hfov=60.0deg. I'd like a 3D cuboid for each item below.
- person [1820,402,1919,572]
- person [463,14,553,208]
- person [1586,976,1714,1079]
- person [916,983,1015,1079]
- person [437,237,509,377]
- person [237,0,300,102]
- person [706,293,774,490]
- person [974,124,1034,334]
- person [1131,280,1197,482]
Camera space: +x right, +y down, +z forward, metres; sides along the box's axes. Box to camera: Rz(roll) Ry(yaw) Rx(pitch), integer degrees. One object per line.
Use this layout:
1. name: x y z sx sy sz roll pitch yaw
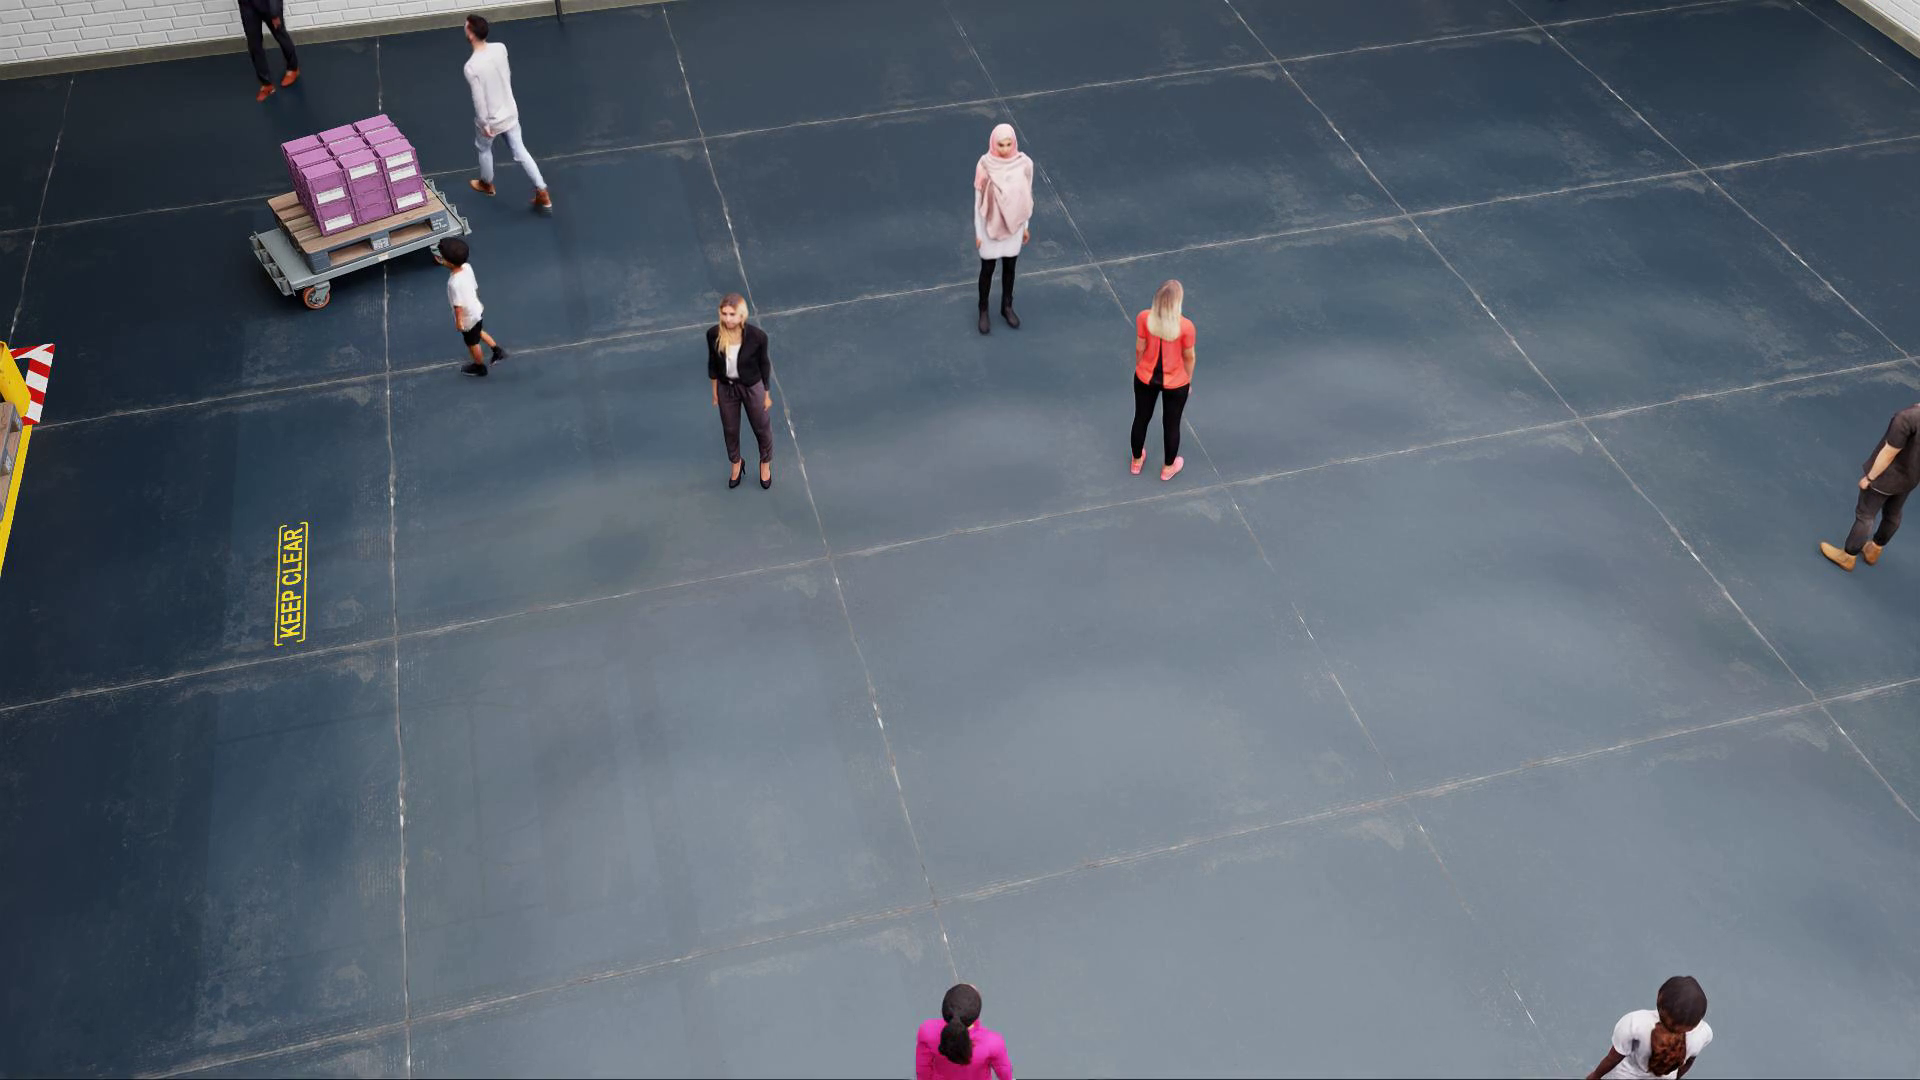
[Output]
1. person: 6.334 -0.482 11.218 0.610 1.717 0.539 -10 44 -10
2. person: -3.975 -3.700 14.533 1.264 1.802 1.142 26 50 25
3. person: 3.241 2.603 7.977 0.643 1.719 0.613 1 44 1
4. person: -0.016 2.725 7.899 0.988 1.650 1.207 12 45 12
5. person: -3.775 -1.795 12.934 0.652 1.250 0.622 4 44 4
6. person: -6.778 -5.221 16.146 0.959 1.779 1.073 13 45 14
7. person: -1.551 -1.053 11.849 0.658 1.672 0.633 3 44 3
8. person: 0.326 -2.492 13.265 0.616 1.803 0.569 -10 44 -10
9. person: 1.445 -1.147 11.931 0.675 1.694 0.711 16 46 16
